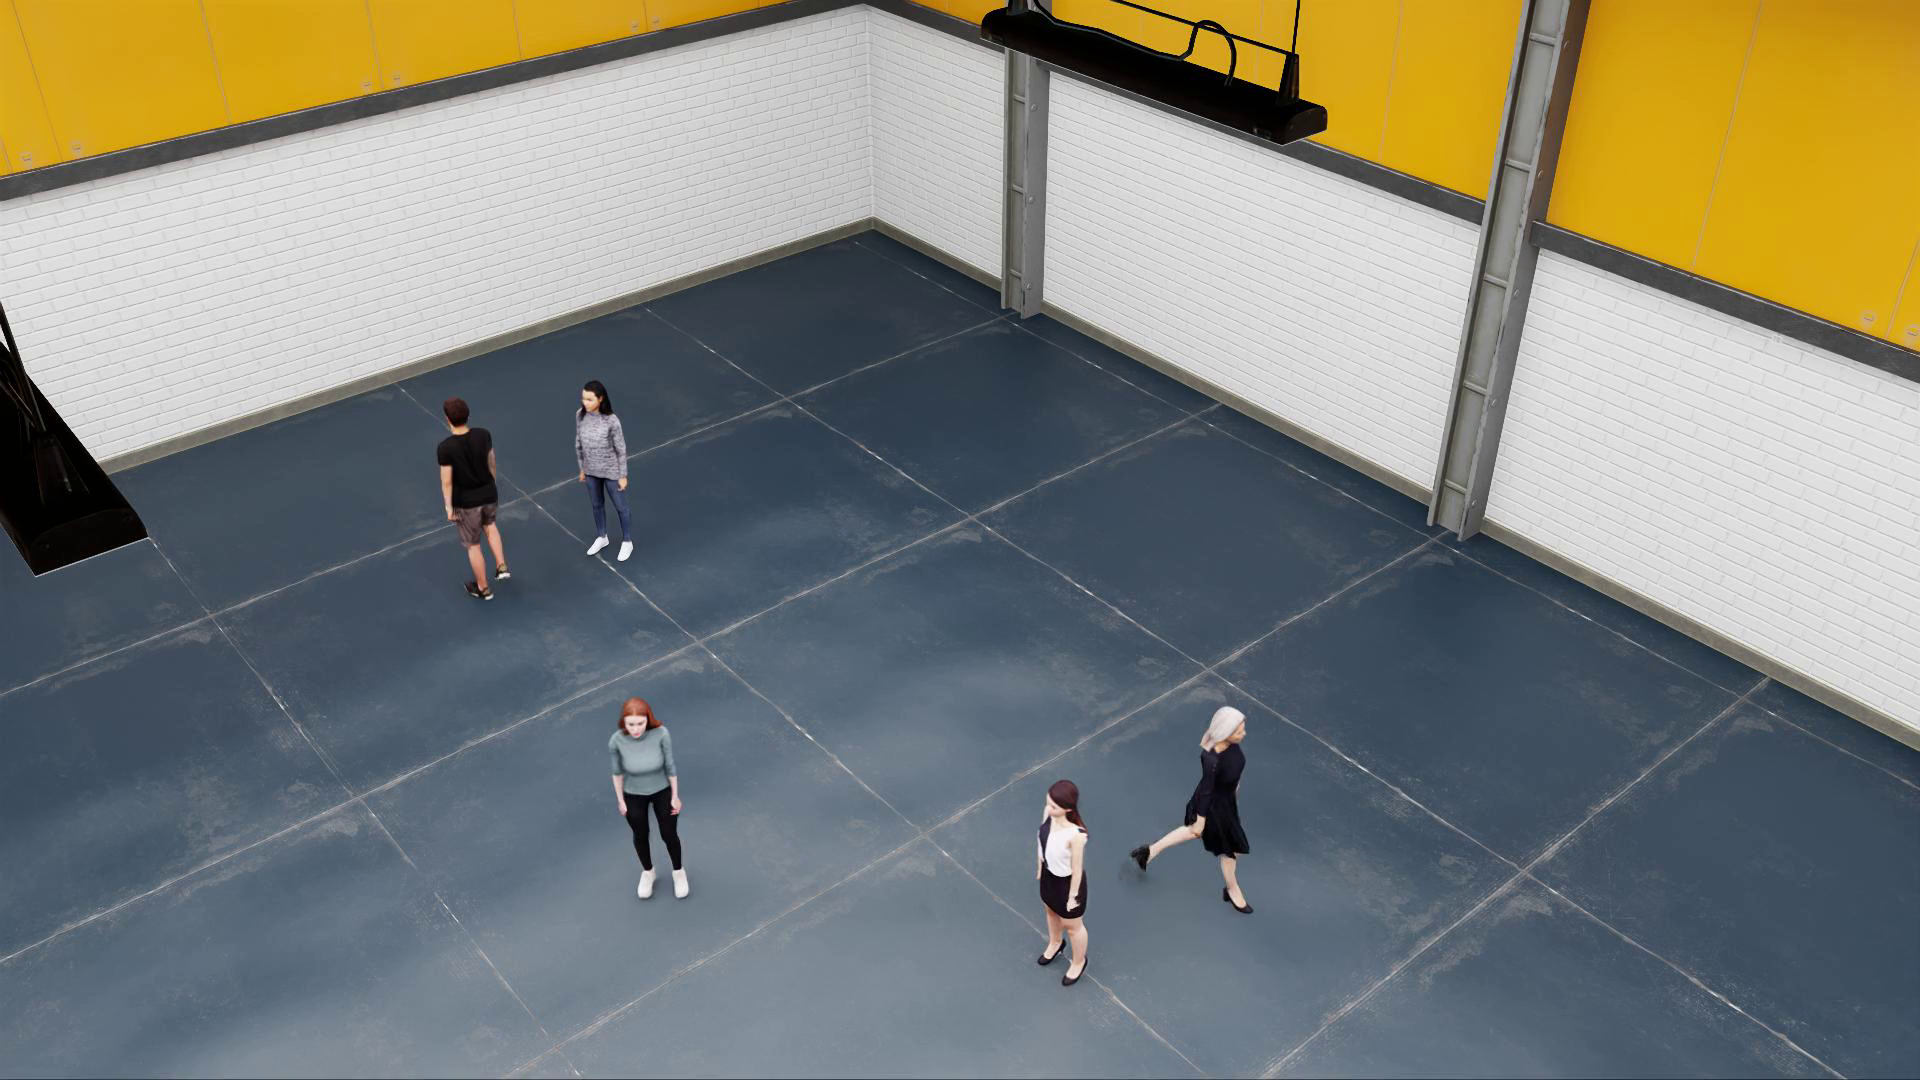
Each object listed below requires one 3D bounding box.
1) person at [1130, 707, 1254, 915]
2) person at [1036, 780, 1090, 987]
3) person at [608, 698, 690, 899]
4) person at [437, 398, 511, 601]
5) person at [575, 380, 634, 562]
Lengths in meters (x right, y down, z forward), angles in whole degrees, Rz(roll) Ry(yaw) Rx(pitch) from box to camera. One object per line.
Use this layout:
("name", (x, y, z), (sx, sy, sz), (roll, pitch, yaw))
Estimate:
("person", (1.606, 1.758, 11.009), (1.188, 1.712, 0.937), (13, 36, 19))
("person", (0.654, 2.148, 10.483), (0.609, 1.646, 0.476), (-22, 40, -30))
("person", (-2.073, 1.700, 11.077), (0.671, 1.734, 0.702), (-4, 34, -6))
("person", (-4.043, -0.326, 14.023), (0.684, 1.847, 0.691), (26, 42, 34))
("person", (-3.117, -0.628, 14.581), (0.630, 1.732, 0.749), (12, 35, 17))
